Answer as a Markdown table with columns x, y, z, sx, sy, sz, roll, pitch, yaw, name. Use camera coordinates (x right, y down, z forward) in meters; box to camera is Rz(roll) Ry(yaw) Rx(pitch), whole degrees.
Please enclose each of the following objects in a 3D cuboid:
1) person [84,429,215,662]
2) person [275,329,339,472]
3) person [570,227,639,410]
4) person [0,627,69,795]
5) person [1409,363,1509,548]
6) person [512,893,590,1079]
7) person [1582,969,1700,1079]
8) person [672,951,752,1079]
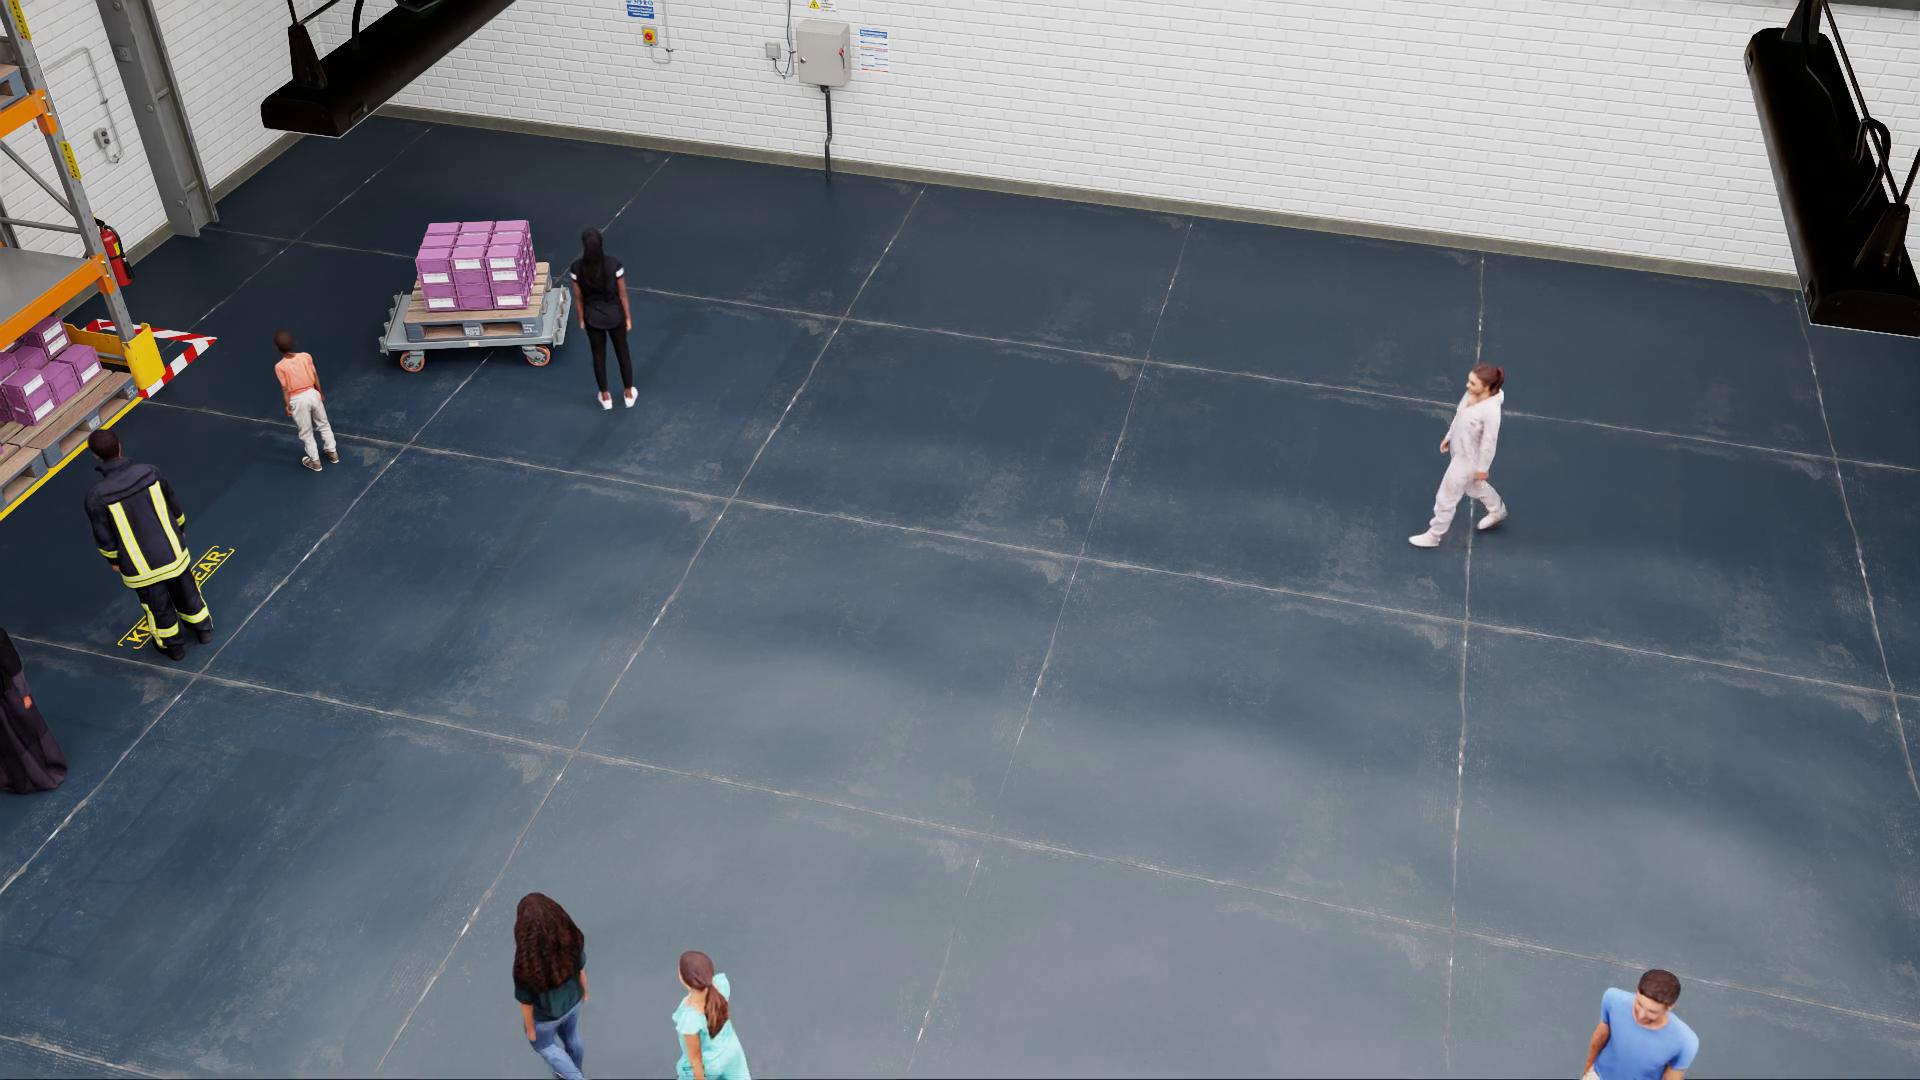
| x | y | z | sx | sy | sz | roll | pitch | yaw | name |
| --- | --- | --- | --- | --- | --- | --- | --- | --- | --- |
| -5.778 | 0.030 | 11.828 | 0.947 | 1.922 | 0.799 | 29 | 47 | 31 | person |
| -5.455 | -1.173 | 13.825 | 0.531 | 1.310 | 0.624 | -31 | 48 | -33 | person |
| -3.088 | -1.920 | 14.426 | 0.686 | 1.728 | 0.680 | -4 | 39 | -5 | person |
| -6.302 | 0.987 | 10.879 | 0.664 | 1.611 | 0.666 | 0 | 39 | 0 | person |
| 4.045 | -0.671 | 12.917 | 0.926 | 1.658 | 1.087 | -2 | 39 | -3 | person |
| -2.138 | 2.537 | 8.945 | 0.821 | 1.604 | 0.800 | 29 | 47 | 31 | person |
| 3.439 | 2.737 | 8.514 | 0.924 | 1.829 | 1.192 | 25 | 45 | 27 | person |
| -1.246 | 2.747 | 8.749 | 0.841 | 1.520 | 0.990 | 24 | 44 | 27 | person |
